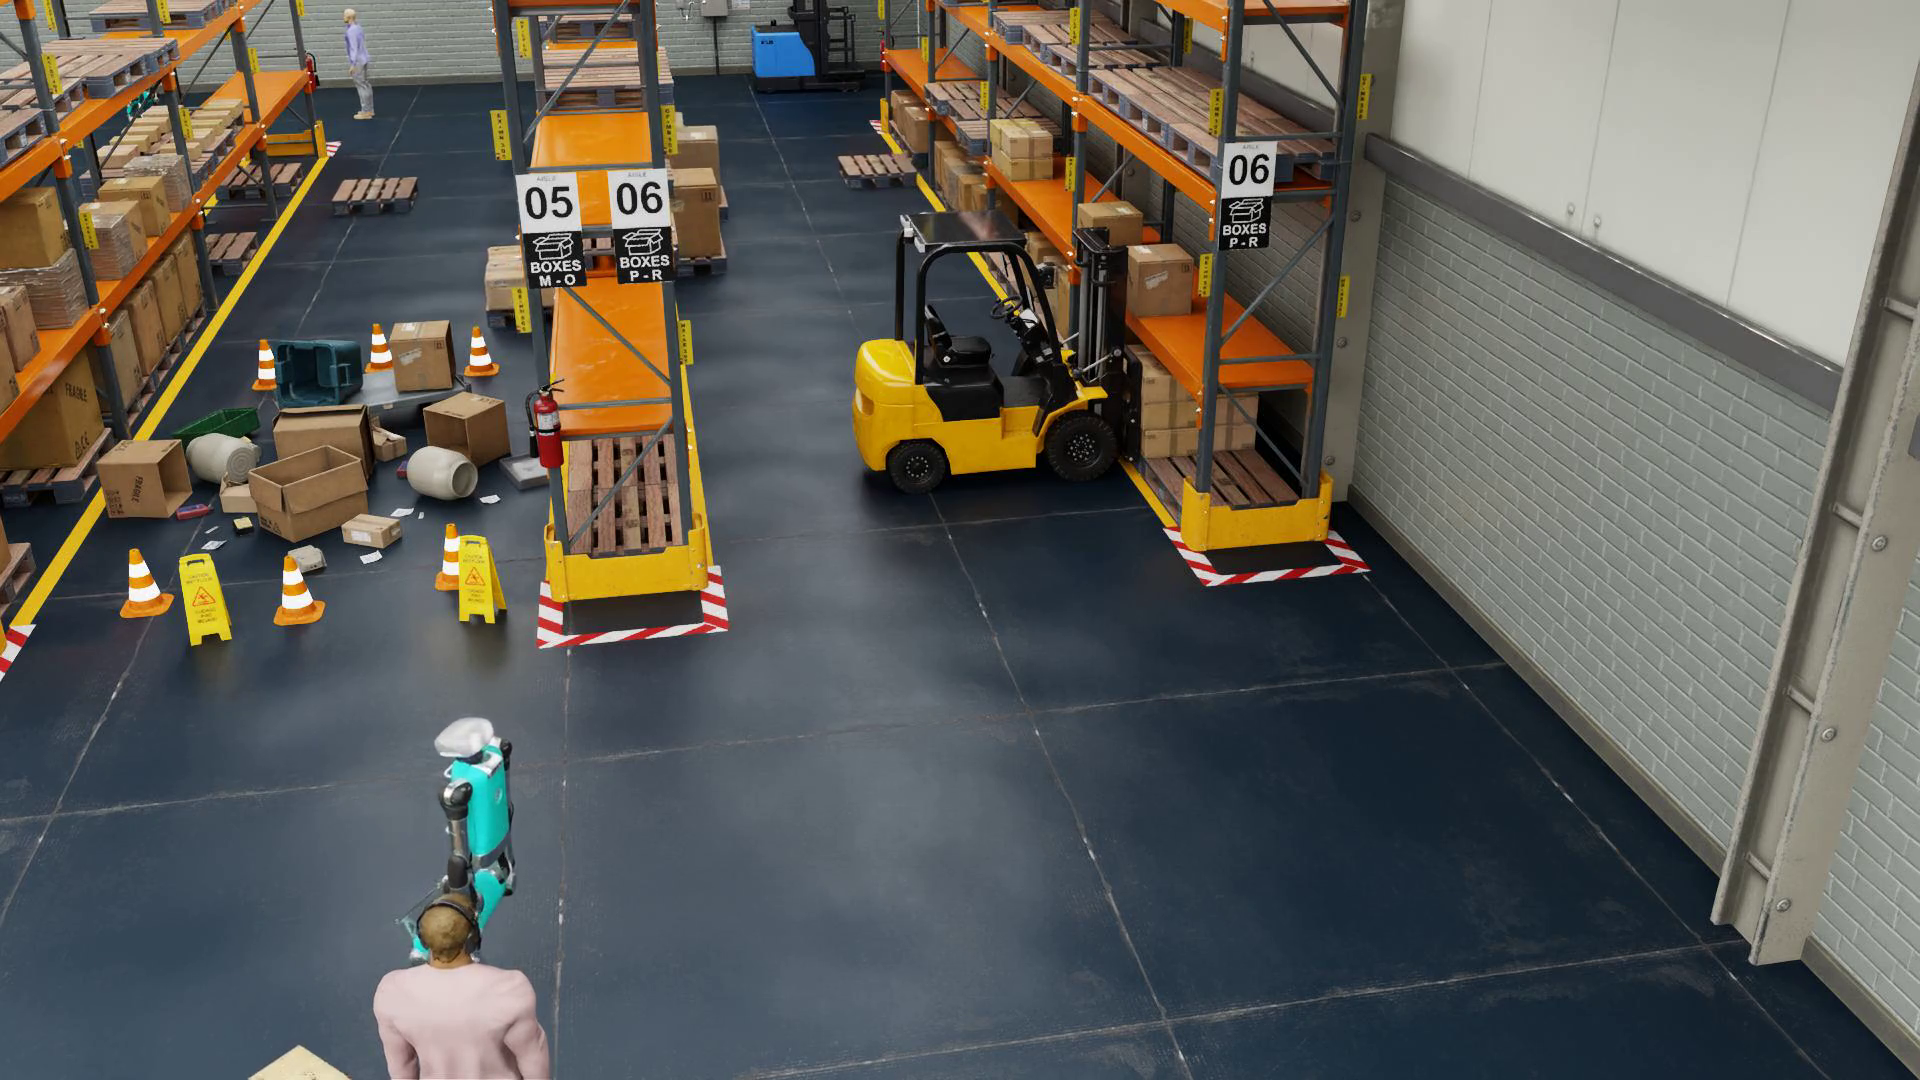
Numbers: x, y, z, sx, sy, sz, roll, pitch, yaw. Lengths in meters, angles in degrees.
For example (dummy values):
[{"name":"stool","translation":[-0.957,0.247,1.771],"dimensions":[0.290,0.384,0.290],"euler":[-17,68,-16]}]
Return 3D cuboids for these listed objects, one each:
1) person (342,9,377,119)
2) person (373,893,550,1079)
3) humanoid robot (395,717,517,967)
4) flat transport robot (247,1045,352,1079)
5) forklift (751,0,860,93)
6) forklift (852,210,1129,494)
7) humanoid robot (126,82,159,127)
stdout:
[{"name":"person","translation":[-10.168,-8.047,28.128],"dimensions":[0.396,1.799,0.619],"euler":[-1,26,-1]},{"name":"person","translation":[-1.918,2.212,6.597],"dimensions":[0.627,1.940,0.373],"euler":[0,26,-1]},{"name":"humanoid robot","translation":[-2.450,1.683,8.014],"dimensions":[0.671,1.875,0.545],"euler":[5,26,10]},{"name":"flat transport robot","translation":[-2.813,3.001,6.879],"dimensions":[0.659,0.231,1.431],"euler":[10,27,20]},{"name":"forklift","translation":[-2.872,-9.679,30.288],"dimensions":[1.873,2.768,1.129],"euler":[-5,26,-10]},{"name":"forklift","translation":[0.216,-1.659,14.366],"dimensions":[2.313,2.155,1.214],"euler":[-5,26,-10]},{"name":"humanoid robot","translation":[-12.772,-6.970,25.795],"dimensions":[0.735,1.677,0.533],"euler":[22,33,38]}]
